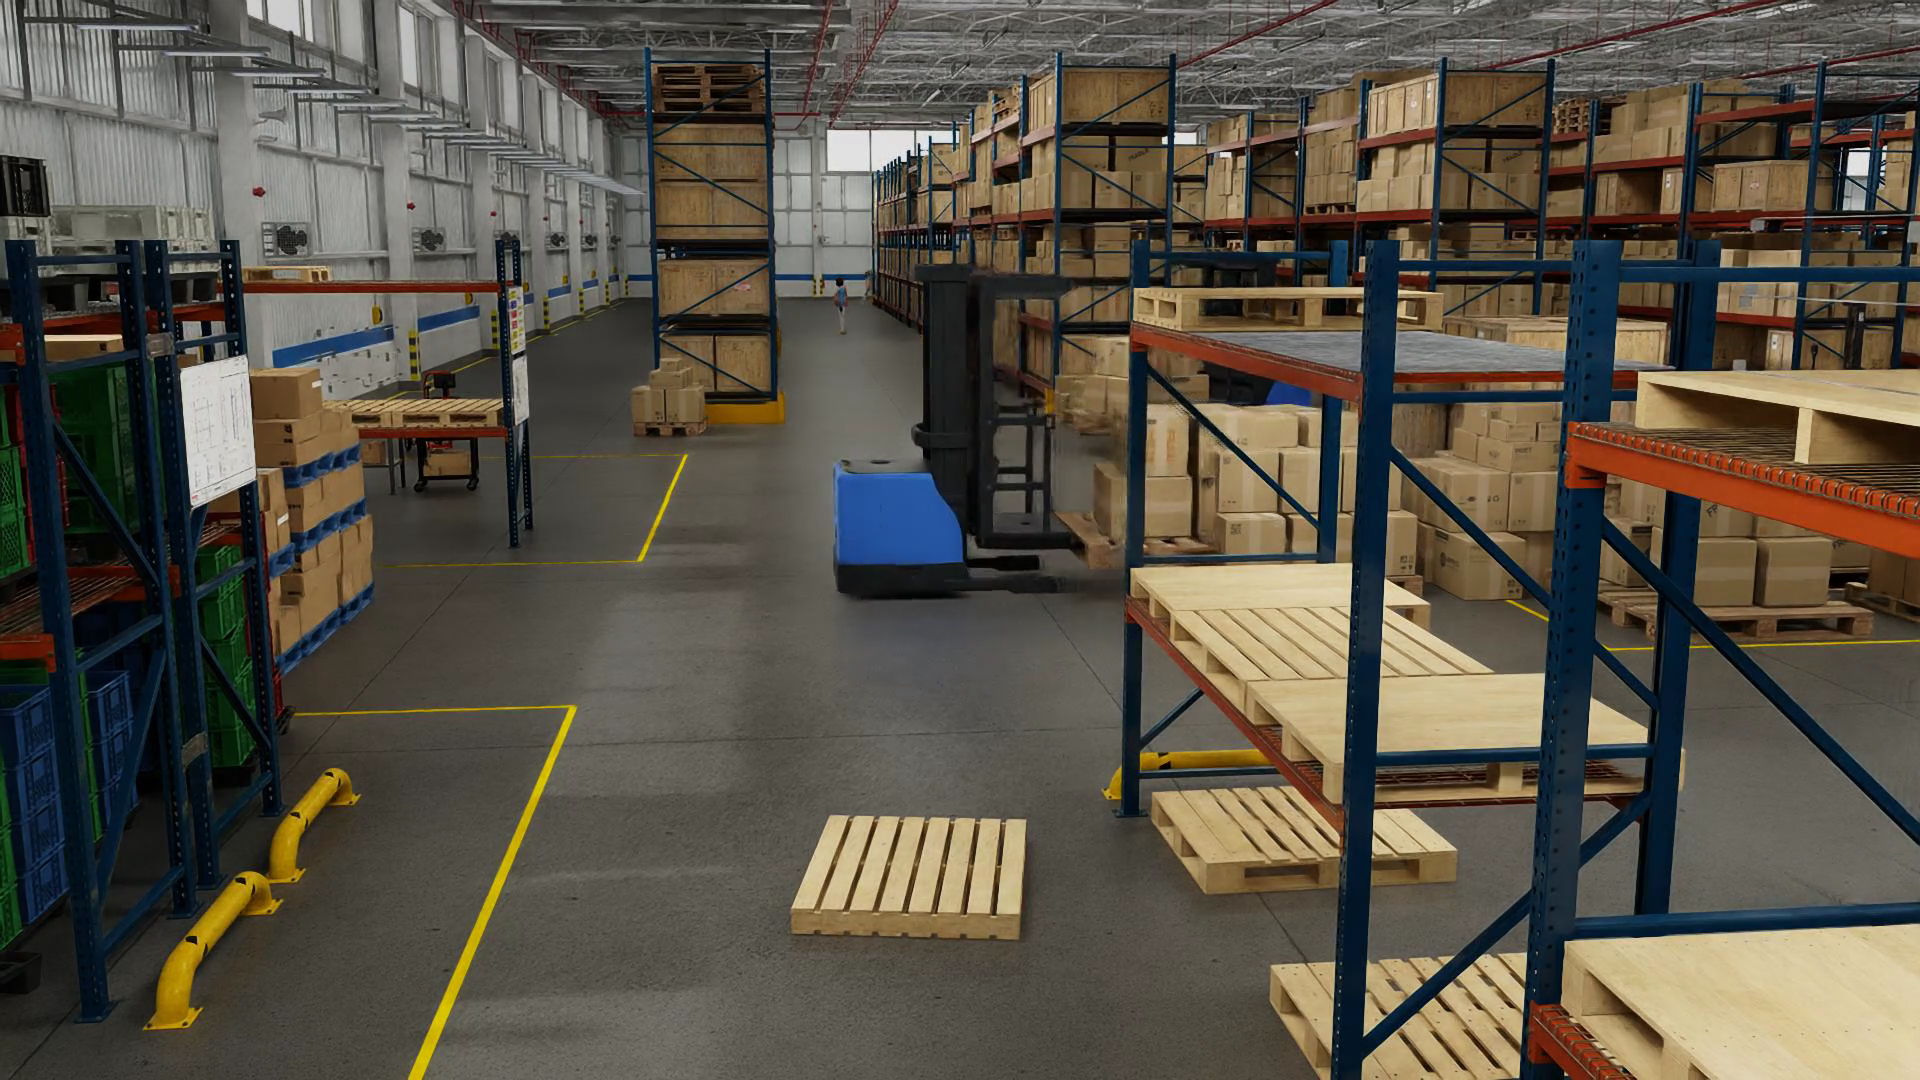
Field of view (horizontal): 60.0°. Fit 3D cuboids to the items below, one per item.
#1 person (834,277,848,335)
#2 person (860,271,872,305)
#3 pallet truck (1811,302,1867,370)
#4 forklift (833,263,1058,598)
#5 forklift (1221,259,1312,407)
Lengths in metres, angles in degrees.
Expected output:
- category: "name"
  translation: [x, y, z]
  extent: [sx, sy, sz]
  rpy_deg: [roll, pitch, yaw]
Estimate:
- category: "person"
  translation: [-3.832, -7.524, 53.537]
  extent: [0.429, 1.836, 0.633]
  rpy_deg: [-1, 10, -3]
- category: "person"
  translation: [-4.292, -11.887, 78.389]
  extent: [0.857, 1.587, 0.548]
  rpy_deg: [-4, 11, -19]
- category: "pallet truck"
  translation: [15.846, -3.142, 28.793]
  extent: [1.885, 1.965, 0.823]
  rpy_deg: [2, 10, 12]
- category: "forklift"
  translation: [-0.158, -0.981, 14.371]
  extent: [1.873, 2.768, 1.129]
  rpy_deg: [-1, 10, -6]
- category: "forklift"
  translation: [4.323, -2.892, 24.957]
  extent: [1.873, 2.768, 1.129]
  rpy_deg: [-7, 12, -34]
